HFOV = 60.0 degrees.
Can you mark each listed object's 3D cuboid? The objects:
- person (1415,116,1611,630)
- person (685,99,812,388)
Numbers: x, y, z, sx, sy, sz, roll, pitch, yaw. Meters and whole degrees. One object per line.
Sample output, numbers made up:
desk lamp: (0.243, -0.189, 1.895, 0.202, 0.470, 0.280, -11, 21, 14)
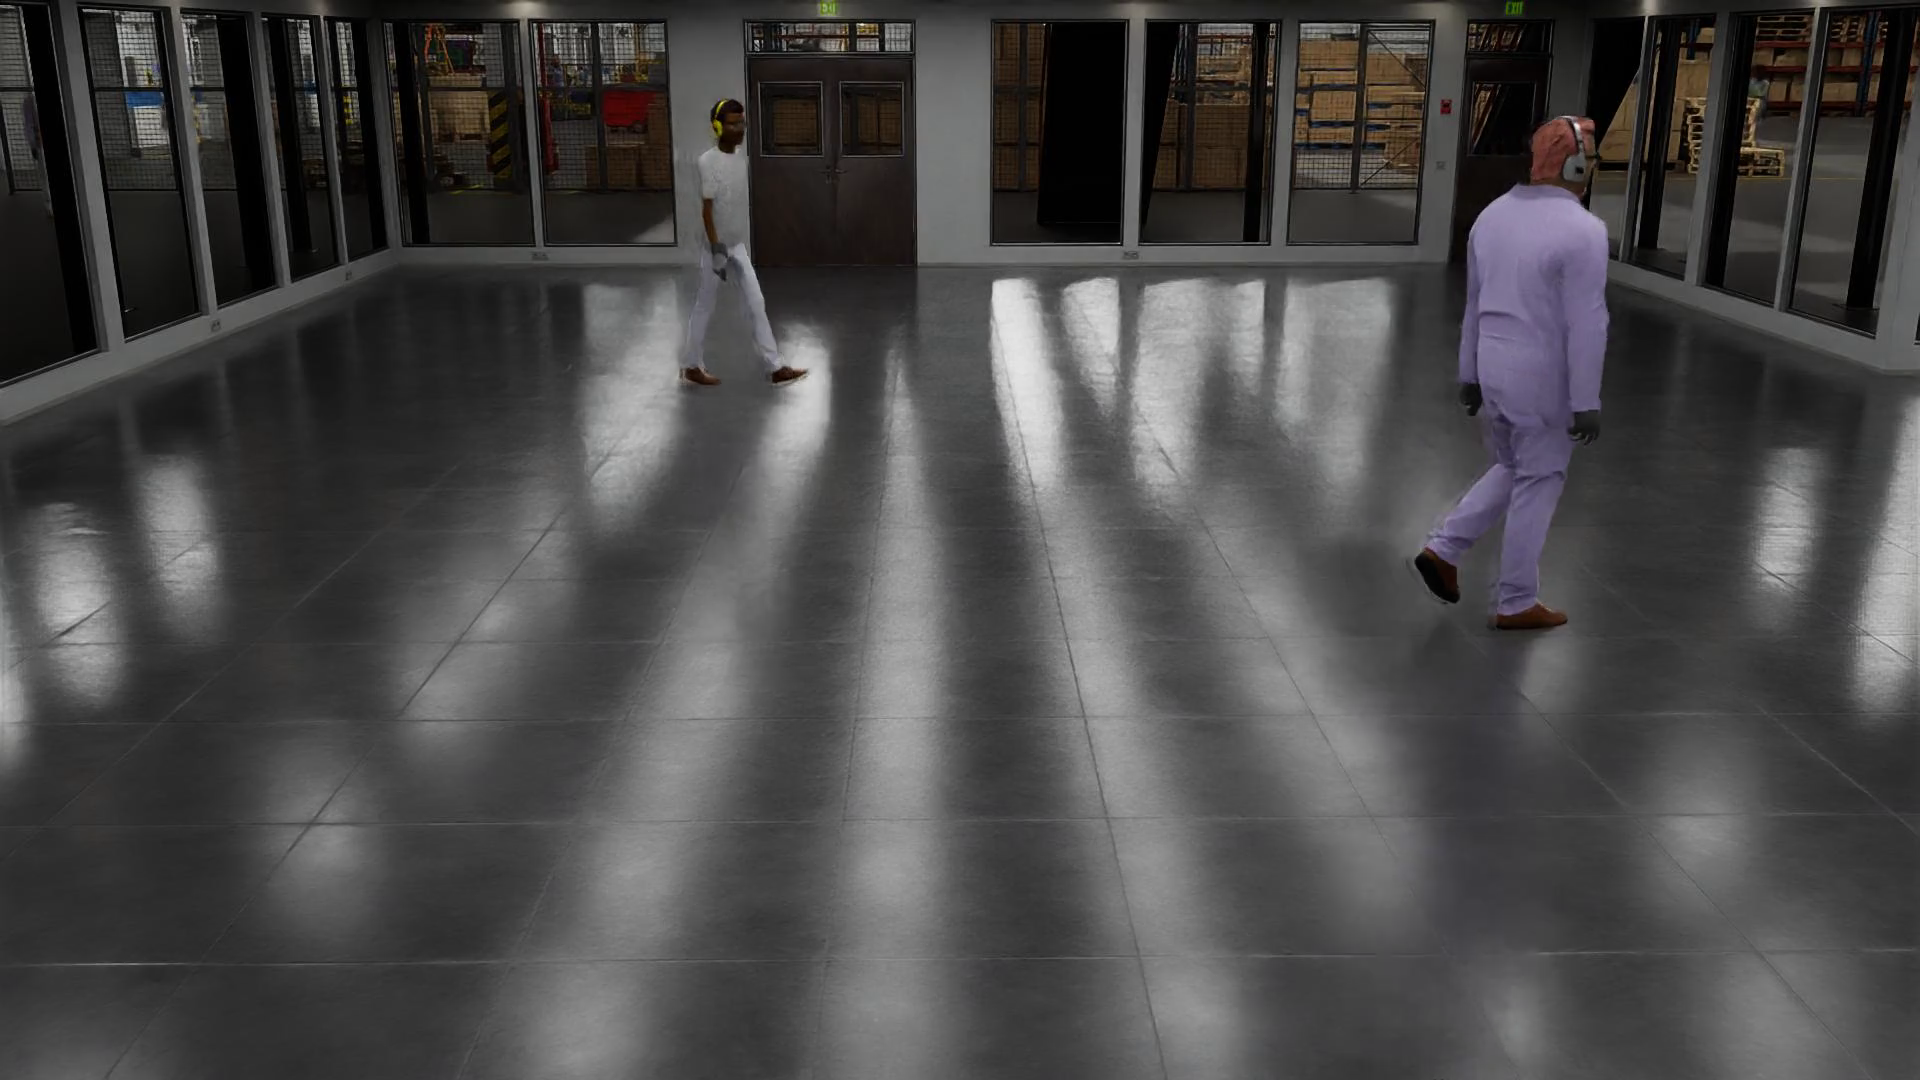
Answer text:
person: (2.073, -0.578, 6.092, 0.490, 1.895, 0.651, -5, 17, -16)
person: (-1.428, -1.854, 10.569, 0.963, 1.818, 0.541, 10, 19, 30)
